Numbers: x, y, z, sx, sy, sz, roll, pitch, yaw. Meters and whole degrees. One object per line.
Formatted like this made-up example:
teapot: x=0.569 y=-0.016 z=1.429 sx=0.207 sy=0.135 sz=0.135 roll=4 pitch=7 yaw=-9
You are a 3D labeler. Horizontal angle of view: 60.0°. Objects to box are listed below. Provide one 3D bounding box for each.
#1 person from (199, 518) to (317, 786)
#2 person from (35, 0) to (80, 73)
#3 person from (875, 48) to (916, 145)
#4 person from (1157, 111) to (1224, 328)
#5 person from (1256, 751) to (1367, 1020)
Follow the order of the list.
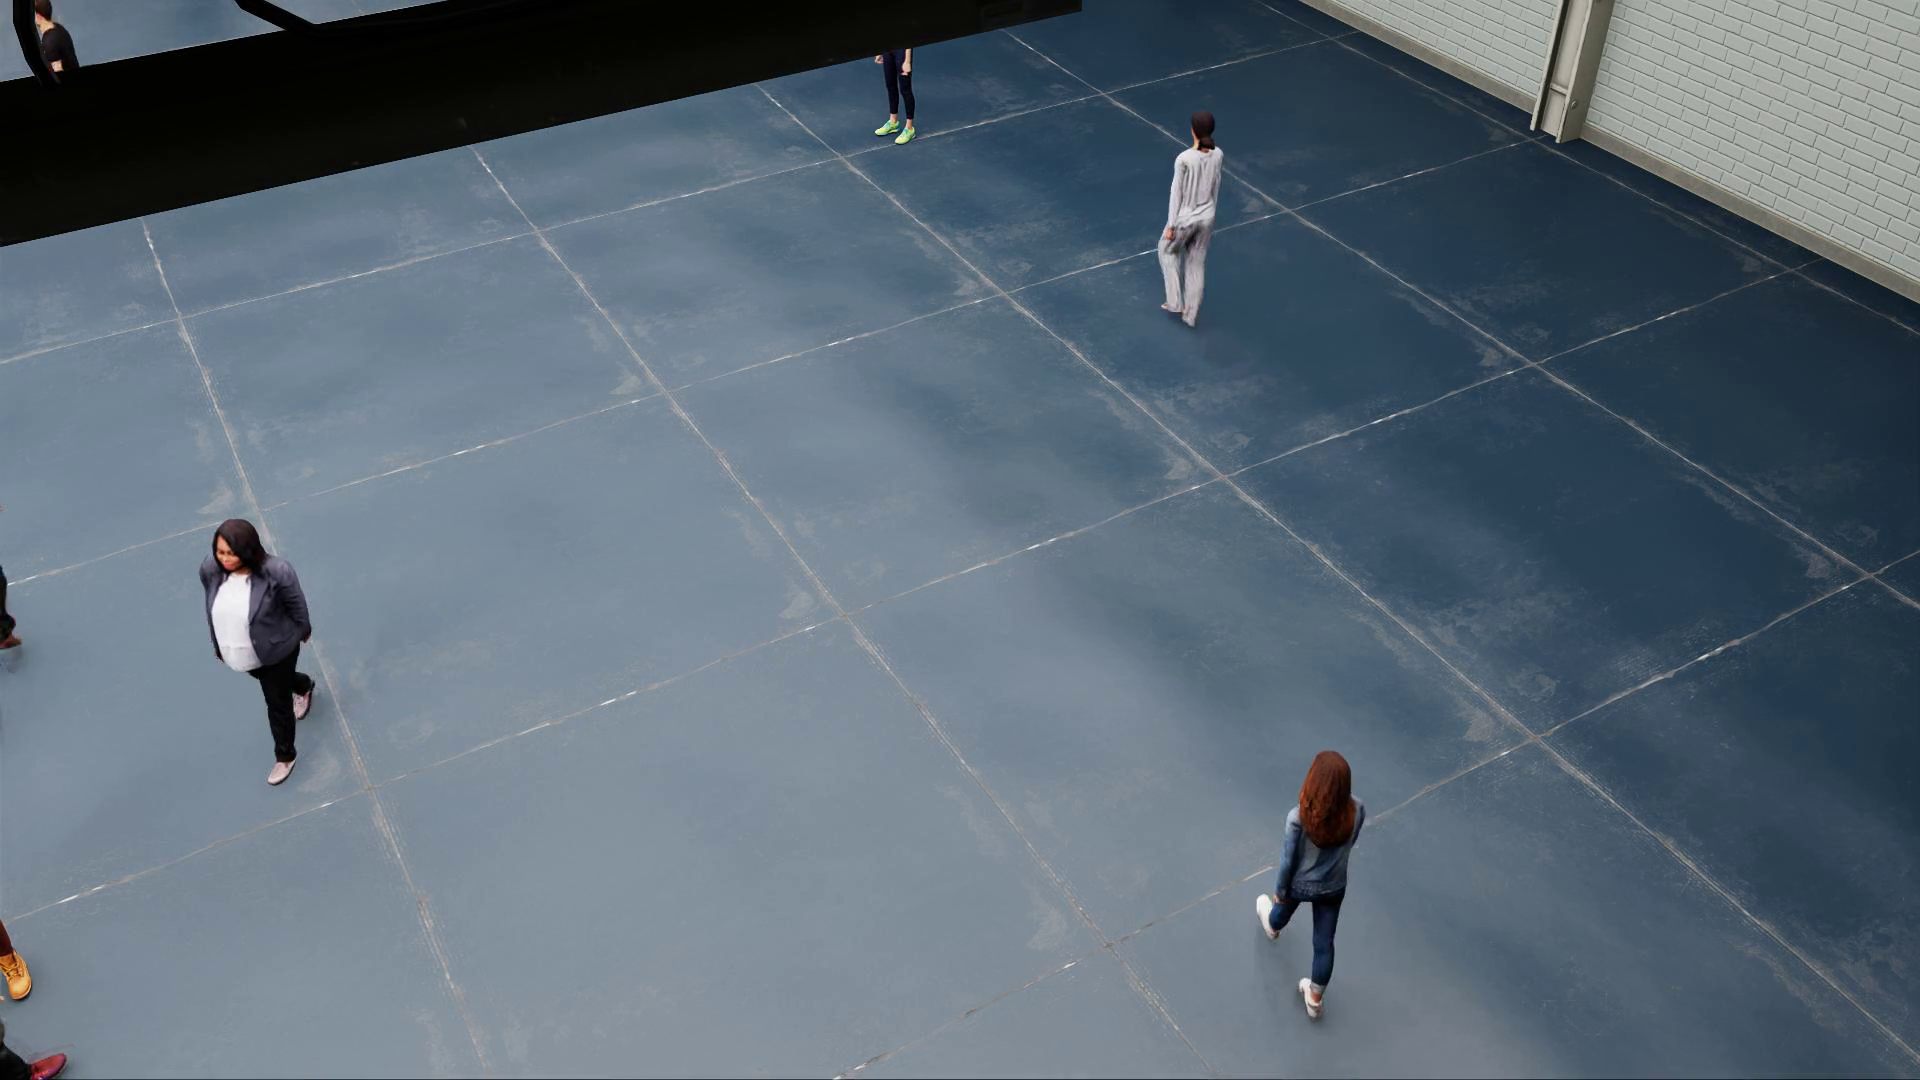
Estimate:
person: x=-3.862 y=0.512 z=9.257 sx=1.032 sy=1.567 sz=1.150 roll=4 pitch=38 yaw=5
person: x=-7.749 y=-3.916 z=14.683 sx=0.809 sy=1.856 sz=0.636 roll=-12 pitch=40 yaw=-15
person: x=-0.594 y=-4.603 z=15.687 sx=0.714 sy=1.701 sz=0.557 roll=-32 pitch=48 yaw=-34
person: x=1.835 y=-2.431 z=12.864 sx=0.666 sy=1.758 sz=0.694 roll=-13 pitch=40 yaw=-16
person: x=1.704 y=1.667 z=7.882 sx=0.790 sy=1.443 sz=1.022 roll=-7 pitch=39 yaw=-9
